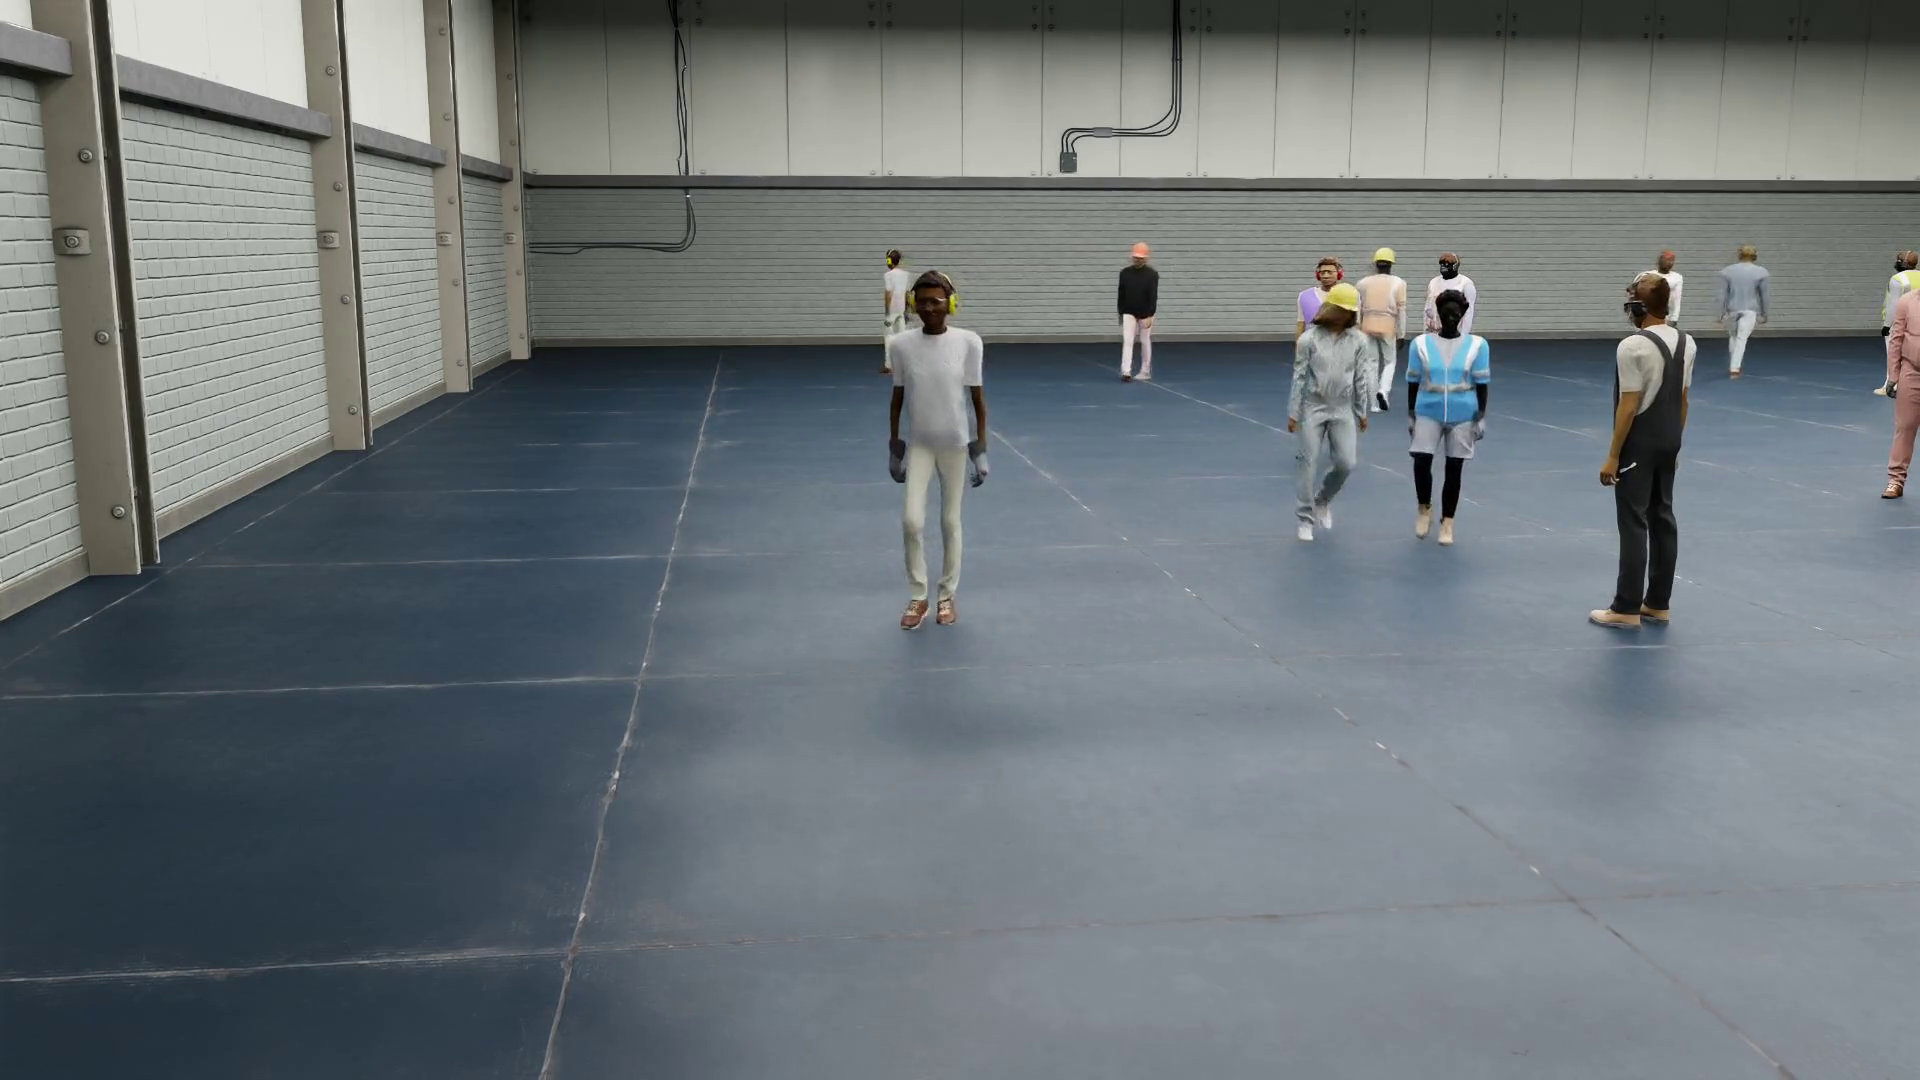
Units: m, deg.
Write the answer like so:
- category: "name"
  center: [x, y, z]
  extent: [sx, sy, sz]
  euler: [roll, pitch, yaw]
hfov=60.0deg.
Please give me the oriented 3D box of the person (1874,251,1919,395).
- category: "person"
  center: [12.061, -2.776, 21.326]
  extent: [0.633, 1.846, 0.429]
  euler: [-5, 11, -25]

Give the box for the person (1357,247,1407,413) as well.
- category: "person"
  center: [4.832, -2.404, 19.137]
  extent: [0.583, 1.905, 0.499]
  euler: [5, 11, 25]

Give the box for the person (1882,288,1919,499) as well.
- category: "person"
  center: [7.455, -1.239, 12.753]
  extent: [0.639, 1.902, 0.407]
  euler: [6, 12, 31]

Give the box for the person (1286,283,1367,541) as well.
- category: "person"
  center: [2.444, -0.841, 11.060]
  extent: [0.566, 1.714, 0.421]
  euler: [-1, 10, -7]

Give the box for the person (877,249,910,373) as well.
- category: "person"
  center: [-0.907, -3.359, 24.534]
  extent: [0.725, 1.851, 0.517]
  euler: [9, 13, 39]

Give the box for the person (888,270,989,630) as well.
- category: "person"
  center: [-0.121, -0.451, 8.567]
  extent: [0.554, 1.851, 0.583]
  euler: [1, 10, 5]

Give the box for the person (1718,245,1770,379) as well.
- category: "person"
  center: [11.303, -3.278, 23.942]
  extent: [0.647, 1.887, 1.000]
  euler: [8, 13, 37]

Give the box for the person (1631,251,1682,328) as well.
- category: "person"
  center: [10.085, -3.274, 24.130]
  extent: [0.619, 1.834, 0.924]
  euler: [0, 10, 2]

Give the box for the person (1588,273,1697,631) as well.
- category: "person"
  center: [3.529, -0.449, 8.591]
  extent: [0.504, 1.840, 0.345]
  euler: [-5, 12, -27]

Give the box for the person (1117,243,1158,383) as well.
- category: "person"
  center: [2.478, -3.175, 23.285]
  extent: [0.624, 1.941, 0.966]
  euler: [5, 11, 24]

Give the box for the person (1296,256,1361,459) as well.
- category: "person"
  center: [3.355, -1.659, 15.201]
  extent: [0.564, 1.846, 0.390]
  euler: [3, 11, 18]

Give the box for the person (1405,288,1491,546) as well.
- category: "person"
  center: [3.192, -0.800, 10.913]
  extent: [0.545, 1.687, 0.362]
  euler: [3, 11, 17]

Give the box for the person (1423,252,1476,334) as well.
- category: "person"
  center: [5.584, -2.374, 19.134]
  extent: [0.429, 1.844, 0.627]
  euler: [-8, 13, -39]
